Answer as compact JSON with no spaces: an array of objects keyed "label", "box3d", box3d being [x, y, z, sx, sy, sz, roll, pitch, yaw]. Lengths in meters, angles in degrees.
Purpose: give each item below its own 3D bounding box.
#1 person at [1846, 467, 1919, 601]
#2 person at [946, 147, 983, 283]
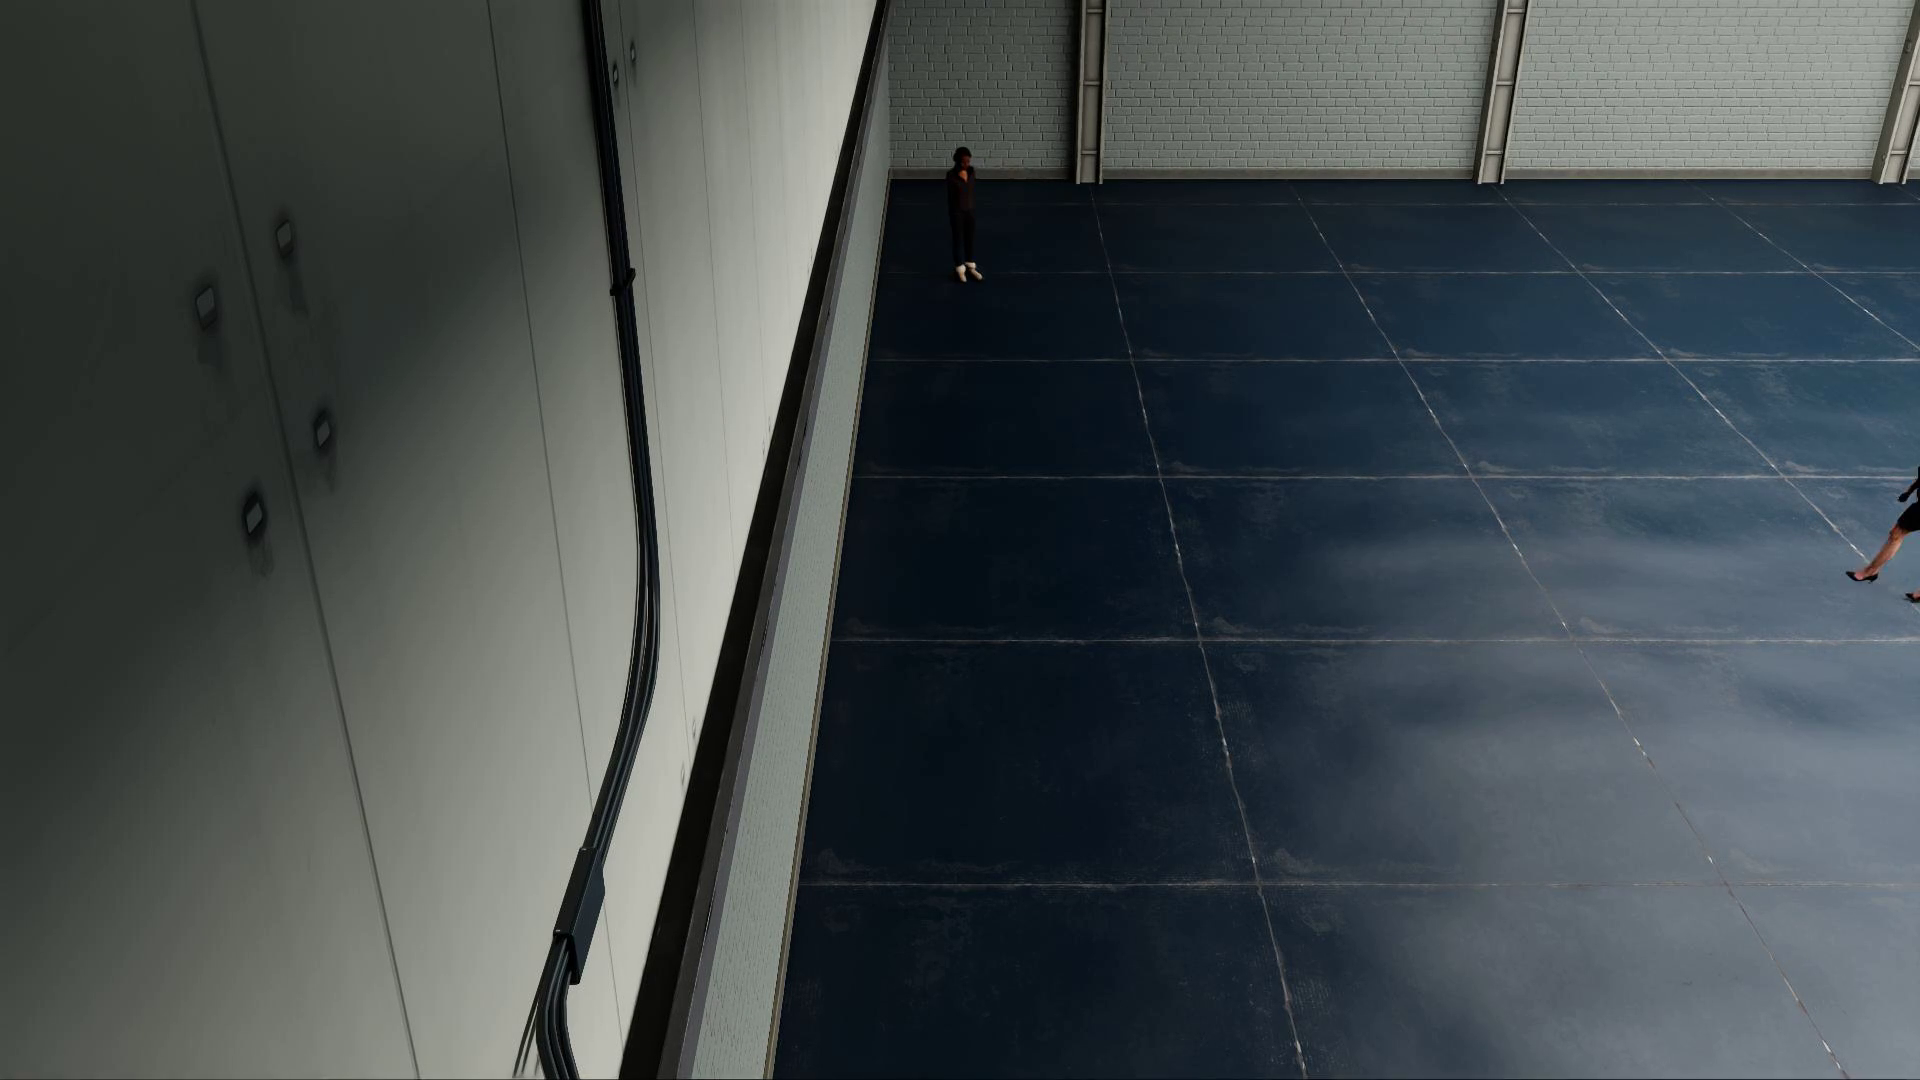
[{"label":"person","box3d":[7.960,-0.216,13.528,0.980,1.619,0.897,23,36,36]},{"label":"person","box3d":[0.021,-4.082,20.742,0.761,1.662,0.704,22,35,35]}]
